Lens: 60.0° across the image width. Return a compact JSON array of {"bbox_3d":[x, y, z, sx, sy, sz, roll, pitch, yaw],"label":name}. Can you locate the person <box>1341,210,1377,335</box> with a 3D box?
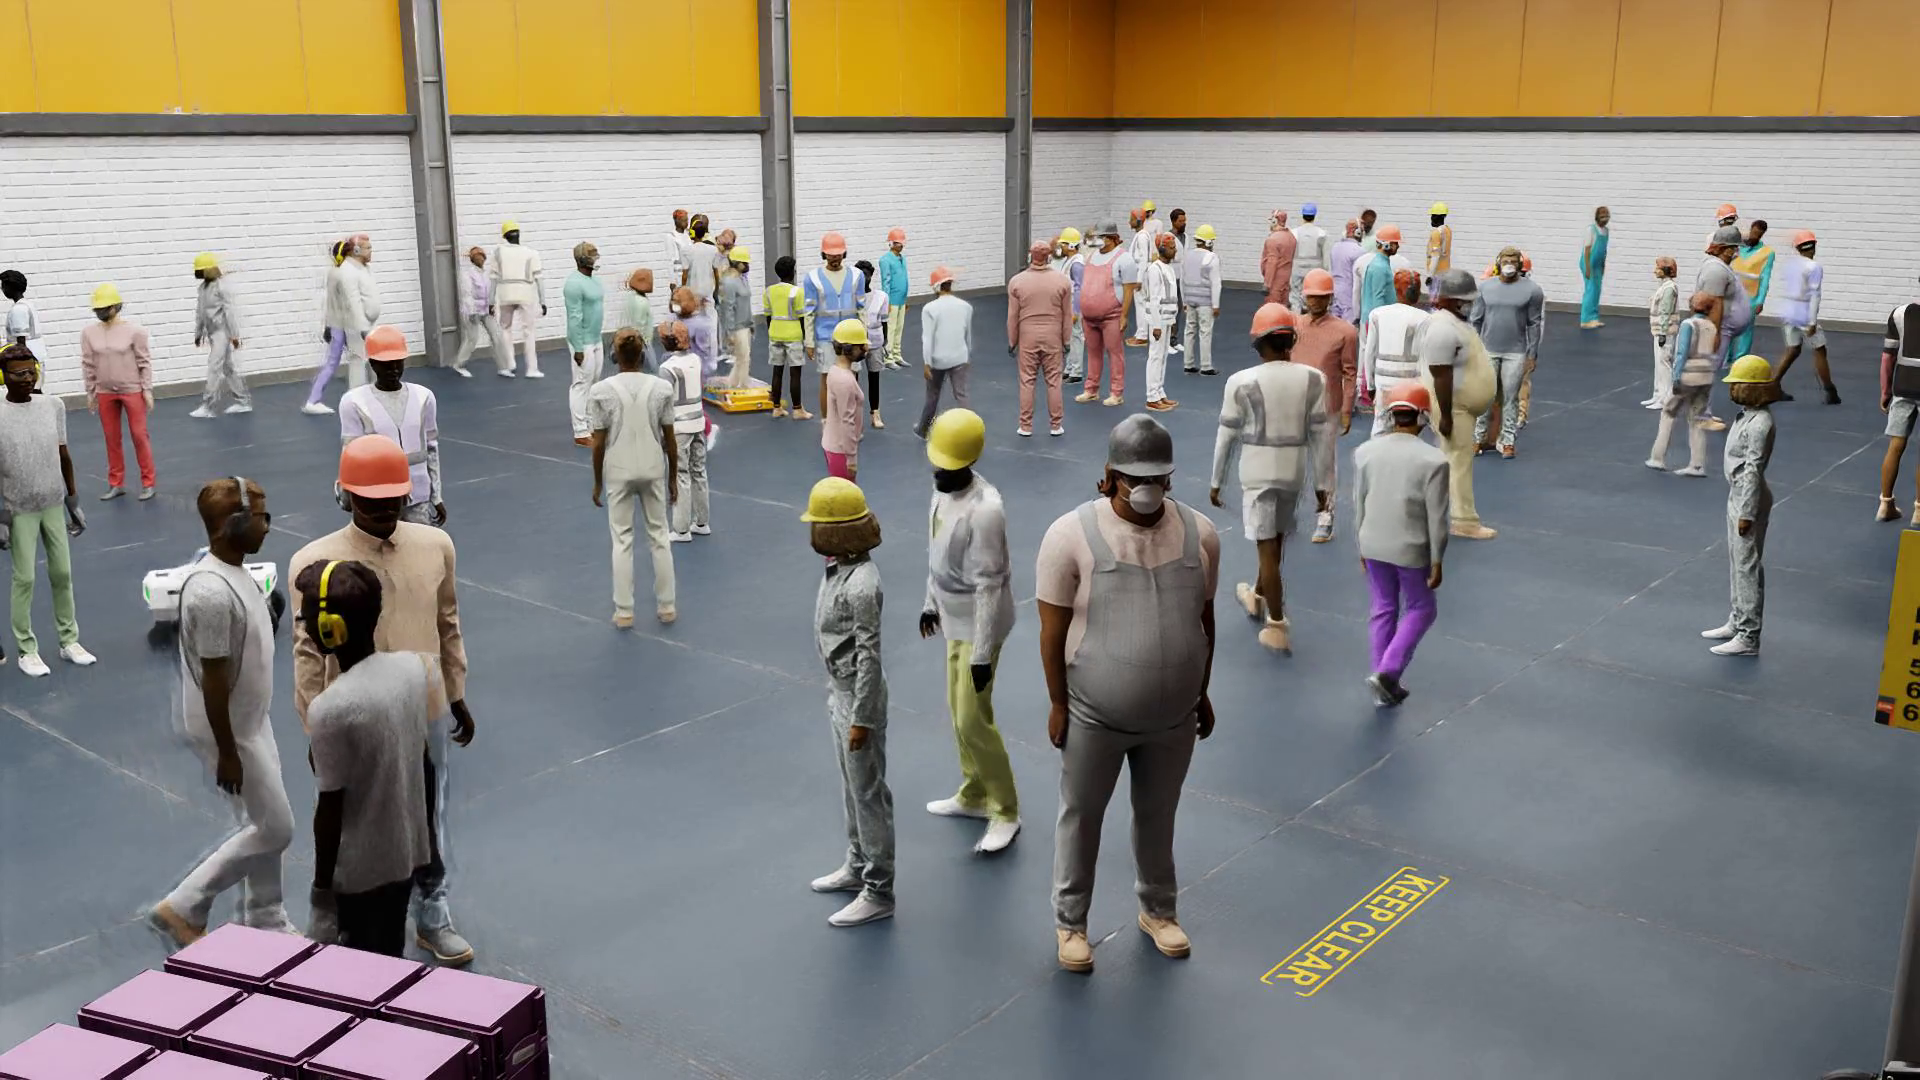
[{"bbox_3d":[5.628,-3.727,23.470,0.629,1.841,1.029,5,15,19],"label":"person"}]

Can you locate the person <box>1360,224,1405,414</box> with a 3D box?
[{"bbox_3d":[4.450,-2.332,17.606,0.407,1.987,0.614,3,14,13],"label":"person"}]

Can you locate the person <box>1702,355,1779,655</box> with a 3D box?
[{"bbox_3d":[4.513,-0.203,9.614,0.342,1.735,0.484,4,15,16],"label":"person"}]

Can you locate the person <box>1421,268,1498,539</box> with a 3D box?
[{"bbox_3d":[3.631,-1.048,12.360,0.833,2.000,0.696,7,16,26],"label":"person"}]

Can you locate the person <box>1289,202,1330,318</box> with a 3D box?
[{"bbox_3d":[4.867,-3.749,23.346,0.614,1.944,0.404,2,14,9],"label":"person"}]

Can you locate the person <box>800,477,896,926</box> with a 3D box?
[{"bbox_3d":[-0.430,0.613,6.341,0.322,1.738,0.488,-3,14,-13],"label":"person"}]

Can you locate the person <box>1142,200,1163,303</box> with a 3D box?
[{"bbox_3d":[3.190,-4.863,28.186,0.525,1.761,0.342,11,17,36],"label":"person"}]

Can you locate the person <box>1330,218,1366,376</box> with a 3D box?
[{"bbox_3d":[4.756,-2.958,20.294,0.397,1.900,0.649,-5,15,-18],"label":"person"}]

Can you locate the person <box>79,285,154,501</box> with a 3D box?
[{"bbox_3d":[-6.830,-1.180,13.483,0.552,1.754,0.418,-1,14,-5],"label":"person"}]

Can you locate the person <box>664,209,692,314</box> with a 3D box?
[{"bbox_3d":[-3.822,-3.578,22.790,0.339,1.882,0.581,5,15,20],"label":"person"}]

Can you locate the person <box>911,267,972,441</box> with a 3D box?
[{"bbox_3d":[-0.145,-1.737,15.798,0.598,1.694,0.919,-9,16,-31],"label":"person"}]

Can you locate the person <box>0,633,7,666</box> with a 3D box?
[{"bbox_3d":[-5.624,-0.216,9.200,0.608,1.962,0.377,1,14,3],"label":"person"}]

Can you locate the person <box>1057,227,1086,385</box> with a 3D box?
[{"bbox_3d":[1.300,-2.745,19.564,0.404,1.835,0.588,-1,14,-5],"label":"person"}]

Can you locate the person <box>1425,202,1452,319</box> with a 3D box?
[{"bbox_3d":[6.809,-3.848,23.779,0.363,1.927,0.587,8,16,30],"label":"person"}]

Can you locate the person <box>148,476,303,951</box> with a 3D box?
[{"bbox_3d":[-2.605,0.680,5.920,0.488,1.812,0.540,-3,14,-13],"label":"person"}]

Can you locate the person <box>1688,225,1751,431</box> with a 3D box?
[{"bbox_3d":[7.624,-2.131,16.689,0.538,2.000,0.690,5,15,19],"label":"person"}]

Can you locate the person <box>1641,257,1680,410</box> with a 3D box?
[{"bbox_3d":[7.557,-2.221,17.891,0.318,1.630,0.512,3,14,14],"label":"person"}]

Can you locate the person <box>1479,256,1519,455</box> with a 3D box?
[{"bbox_3d":[4.981,-1.717,15.395,0.520,1.865,0.327,-2,14,-7],"label":"person"}]

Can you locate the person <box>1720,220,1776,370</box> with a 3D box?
[{"bbox_3d":[9.670,-2.987,20.435,0.444,1.884,0.643,-9,17,-32],"label":"person"}]

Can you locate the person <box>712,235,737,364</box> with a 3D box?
[{"bbox_3d":[-2.991,-3.090,21.336,0.306,1.639,0.524,-10,17,-35],"label":"person"}]

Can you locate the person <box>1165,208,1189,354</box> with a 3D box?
[{"bbox_3d":[2.867,-3.468,22.277,0.380,1.918,0.596,10,17,36],"label":"person"}]

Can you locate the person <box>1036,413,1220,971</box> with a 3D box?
[{"bbox_3d":[0.633,0.551,5.974,0.681,2.000,0.536,-3,14,-14],"label":"person"}]

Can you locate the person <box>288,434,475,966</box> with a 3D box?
[{"bbox_3d":[-2.003,0.605,5.855,0.623,1.989,0.400,-13,19,-42],"label":"person"}]

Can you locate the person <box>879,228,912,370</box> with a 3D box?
[{"bbox_3d":[-0.796,-3.014,20.803,0.327,1.749,0.573,6,15,23],"label":"person"}]

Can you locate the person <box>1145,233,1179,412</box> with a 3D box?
[{"bbox_3d":[2.167,-2.328,17.796,0.354,1.883,0.576,5,15,20],"label":"person"}]

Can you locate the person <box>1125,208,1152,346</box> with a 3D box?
[{"bbox_3d":[2.476,-3.623,22.965,0.337,1.882,0.585,1,14,4],"label":"person"}]

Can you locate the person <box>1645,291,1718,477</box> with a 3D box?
[{"bbox_3d":[6.345,-1.368,14.537,0.580,1.600,0.613,-7,16,-26],"label":"person"}]

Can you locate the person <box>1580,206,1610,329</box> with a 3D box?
[{"bbox_3d":[9.544,-4.091,24.950,0.559,1.829,0.445,-10,17,-34],"label":"person"}]

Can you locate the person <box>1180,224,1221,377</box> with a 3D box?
[{"bbox_3d":[2.930,-2.895,20.165,0.404,1.833,0.592,-11,18,-39],"label":"person"}]

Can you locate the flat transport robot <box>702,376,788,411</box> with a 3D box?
[{"bbox_3d":[-2.472,-1.629,18.273,0.652,0.197,1.431,-7,16,-28],"label":"flat transport robot"}]

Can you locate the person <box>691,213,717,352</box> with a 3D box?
[{"bbox_3d":[-3.465,-3.462,22.413,0.430,1.845,0.619,-5,15,-18],"label":"person"}]

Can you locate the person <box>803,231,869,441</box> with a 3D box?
[{"bbox_3d":[-1.184,-1.945,15.982,0.611,2.029,0.409,-5,15,-18],"label":"person"}]

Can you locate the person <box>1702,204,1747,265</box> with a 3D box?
[{"bbox_3d":[10.110,-3.454,22.100,0.608,1.987,0.402,-4,14,-14],"label":"person"}]
